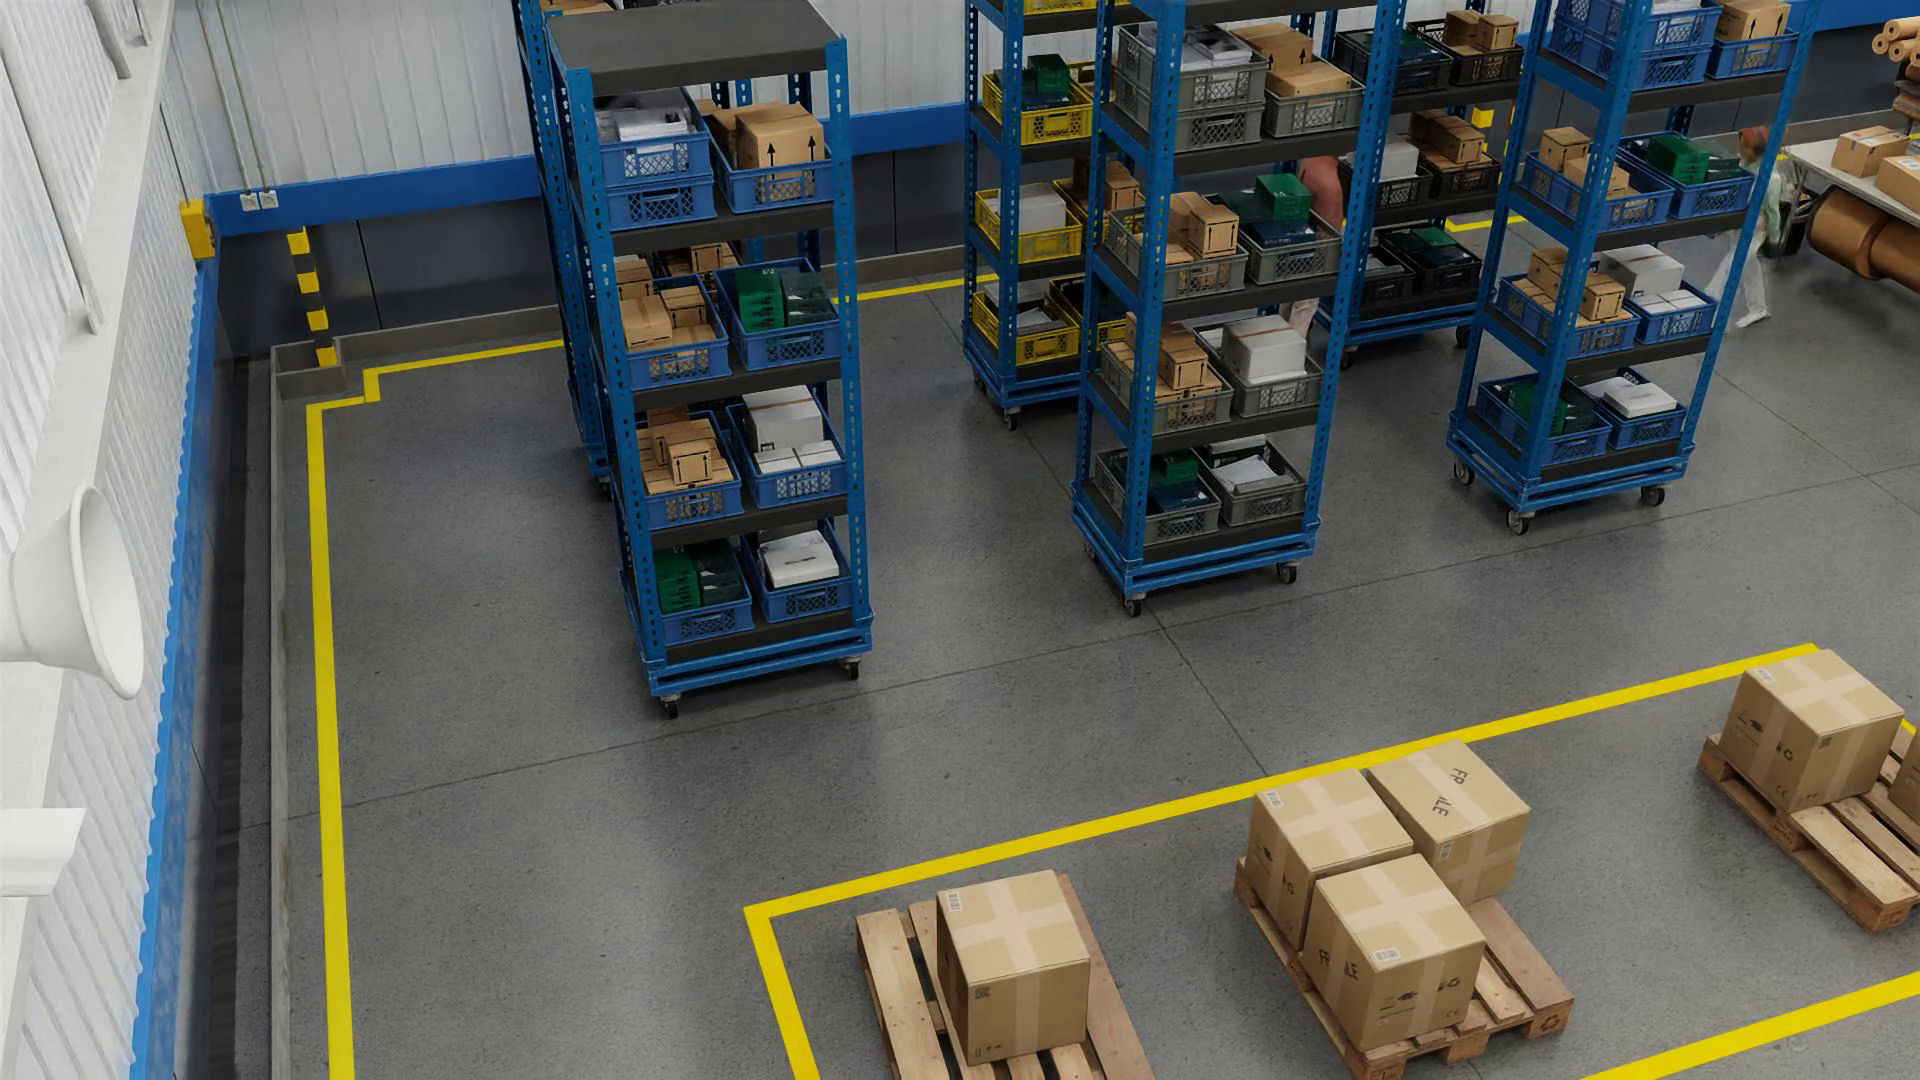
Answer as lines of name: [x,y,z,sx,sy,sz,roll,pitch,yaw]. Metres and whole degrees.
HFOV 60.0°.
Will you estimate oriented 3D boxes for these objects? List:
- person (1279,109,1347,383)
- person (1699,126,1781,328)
person: [2.432,-1.998,11.392,0.397,1.988,0.619,-1,35,-2]
person: [5.667,-2.225,12.049,0.916,1.585,0.536,-4,35,-6]
